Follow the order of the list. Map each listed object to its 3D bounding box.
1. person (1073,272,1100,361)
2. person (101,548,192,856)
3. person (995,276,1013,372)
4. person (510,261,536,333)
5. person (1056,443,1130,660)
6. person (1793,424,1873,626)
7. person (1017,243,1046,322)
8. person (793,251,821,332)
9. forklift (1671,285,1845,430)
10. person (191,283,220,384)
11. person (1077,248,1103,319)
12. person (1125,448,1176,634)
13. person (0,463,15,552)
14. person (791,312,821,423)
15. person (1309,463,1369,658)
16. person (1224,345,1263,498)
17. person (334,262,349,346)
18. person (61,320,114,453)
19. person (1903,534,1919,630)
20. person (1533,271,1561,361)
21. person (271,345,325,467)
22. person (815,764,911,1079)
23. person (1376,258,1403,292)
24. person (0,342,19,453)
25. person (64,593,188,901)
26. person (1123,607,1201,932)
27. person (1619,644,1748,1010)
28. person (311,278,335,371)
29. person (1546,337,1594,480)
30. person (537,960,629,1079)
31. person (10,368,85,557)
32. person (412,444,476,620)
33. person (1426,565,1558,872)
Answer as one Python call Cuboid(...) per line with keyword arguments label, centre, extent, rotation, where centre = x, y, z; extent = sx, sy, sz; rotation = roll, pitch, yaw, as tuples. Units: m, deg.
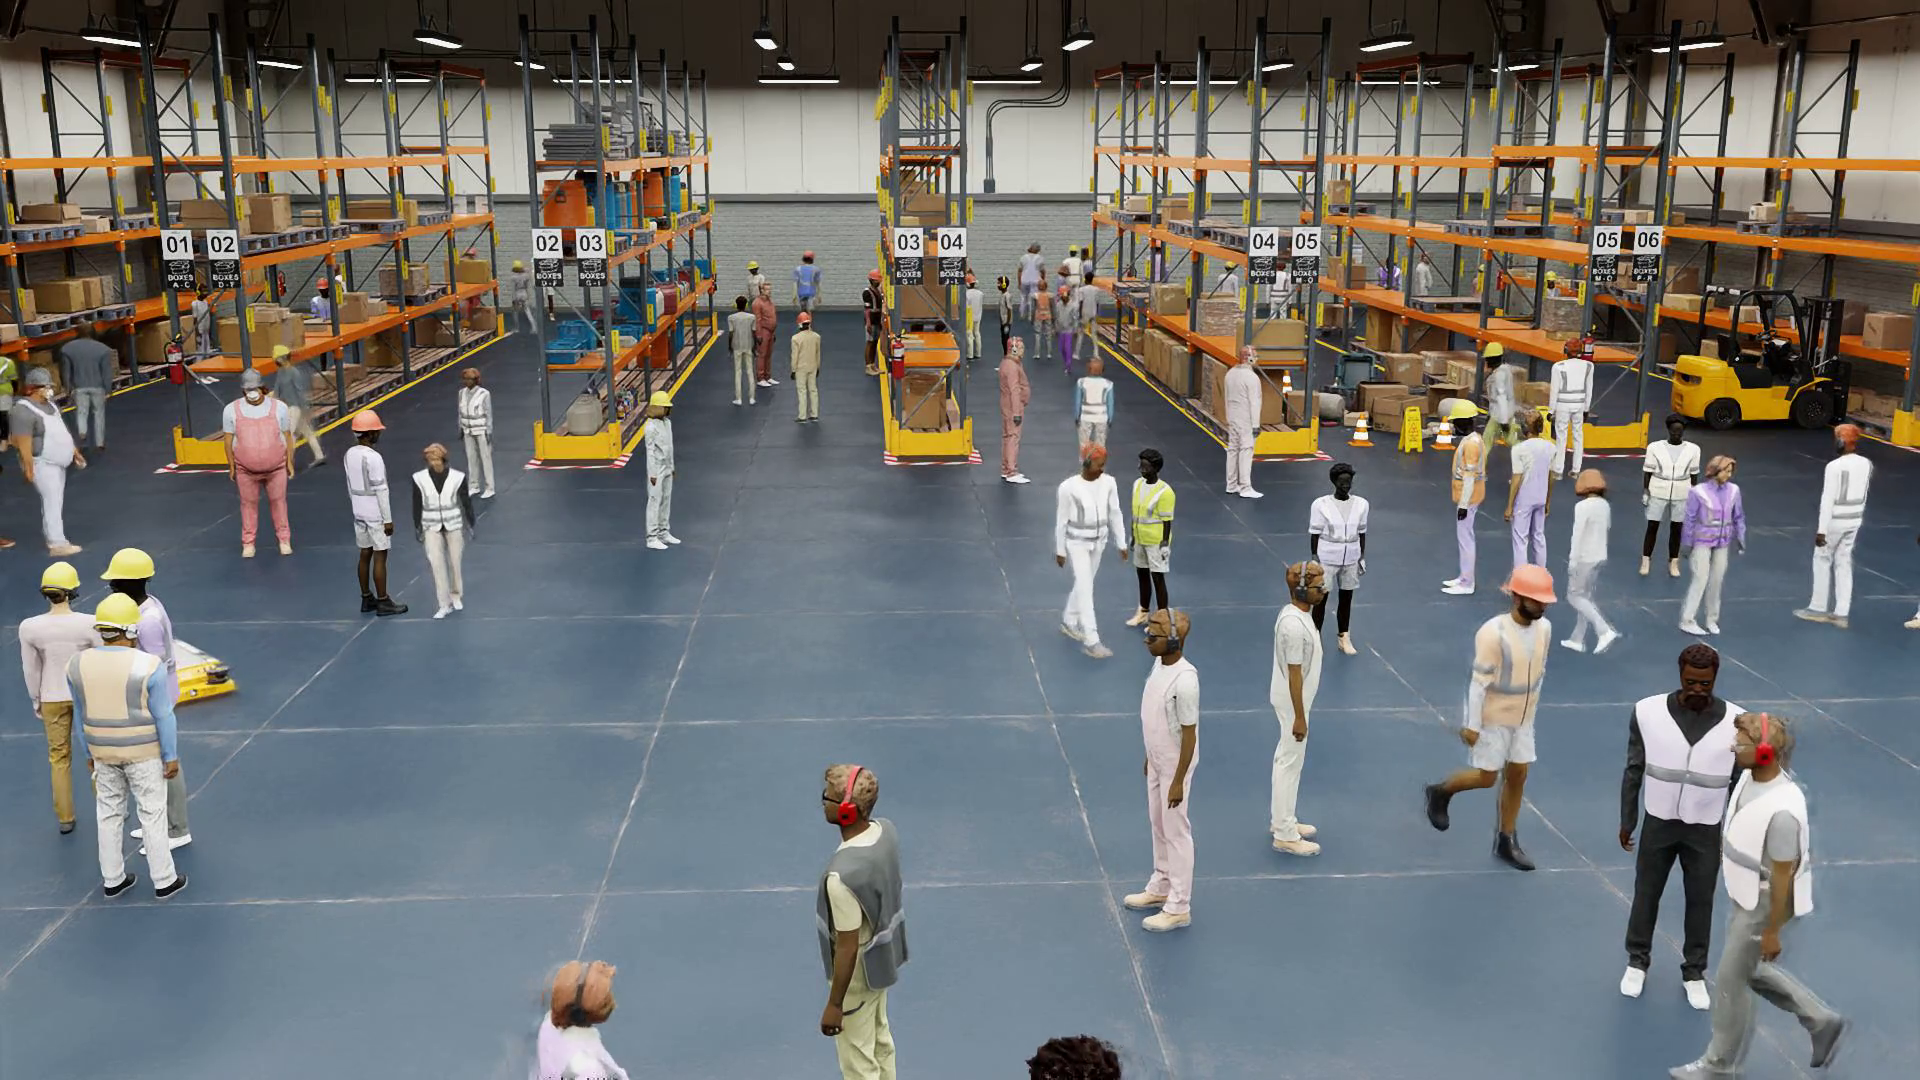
Cuboid(label="person", centre=(2.603, -4.582, 34.170), extent=(0.522, 1.815, 0.939), rotation=(-6, 14, -22))
Cuboid(label="person", centre=(-5.037, 0.989, 10.317), extent=(0.358, 1.929, 0.590), rotation=(-8, 16, -32))
Cuboid(label="person", centre=(0.872, -4.199, 32.424), extent=(0.315, 1.869, 0.526), rotation=(-2, 13, -7))
Cuboid(label="person", centre=(-10.360, -5.733, 39.261), extent=(0.502, 1.704, 0.820), rotation=(-13, 18, -43))
Cuboid(label="person", centre=(1.111, 0.051, 14.501), extent=(0.575, 1.841, 0.941), rotation=(-9, 16, -33))
Cuboid(label="person", centre=(8.035, -0.144, 15.241), extent=(0.605, 1.879, 0.527), rotation=(-6, 15, -25))
Cuboid(label="person", centre=(1.827, -6.561, 42.064), extent=(0.704, 2.000, 0.891), rotation=(4, 14, 15))
Cuboid(label="person", centre=(-3.533, -5.647, 38.321), extent=(0.660, 1.995, 0.995), rotation=(1, 13, 4))
Cuboid(label="forklift", centre=(12.503, -2.886, 26.166), extent=(2.313, 2.155, 1.214), rotation=(-1, 13, -3))
Cuboid(label="person", centre=(-14.057, -3.829, 30.893), extent=(0.334, 1.861, 0.495), rotation=(1, 13, 2))
Cuboid(label="person", centre=(3.119, -6.325, 41.448), extent=(1.065, 1.854, 0.582), rotation=(5, 14, 20))
Cuboid(label="person", centre=(1.722, 0.006, 15.001), extent=(0.320, 1.693, 0.536), rotation=(-8, 15, -30))
Cuboid(label="person", centre=(-10.577, -0.855, 17.993), extent=(0.392, 1.991, 0.612), rotation=(0, 13, -2))
Cuboid(label="person", centre=(-2.474, -2.748, 26.521), extent=(0.573, 1.750, 0.330), rotation=(-12, 18, -42))
Cuboid(label="person", centre=(3.243, 0.171, 14.283), extent=(0.535, 1.697, 0.318), rotation=(-3, 14, -11))
Cuboid(label="person", centre=(3.580, -1.489, 20.863), extent=(0.403, 1.910, 0.637), rotation=(-6, 14, -23))
Cuboid(label="person", centre=(-13.698, -5.208, 36.743), extent=(0.389, 1.847, 0.567), rotation=(-5, 14, -18))
Cuboid(label="person", centre=(-12.398, -2.164, 23.682), extent=(0.654, 1.923, 0.571), rotation=(-4, 14, -17))
Cuboid(label="person", centre=(8.845, -0.050, 14.898), extent=(0.335, 1.845, 0.513), rotation=(-7, 15, -26))
Cuboid(label="person", centre=(12.066, -4.594, 34.176), extent=(0.586, 1.833, 0.403), rotation=(-3, 14, -13))
Cuboid(label="person", centre=(-9.102, -1.787, 22.555), extent=(0.530, 1.701, 0.962), rotation=(12, 18, 42))
Cuboid(label="person", centre=(-0.416, 1.817, 6.977), extent=(0.389, 1.850, 0.564), rotation=(3, 14, 14))
Cuboid(label="person", centre=(10.060, -5.748, 39.074), extent=(0.626, 1.837, 0.428), rotation=(5, 14, 20))
Cuboid(label="person", centre=(-13.942, -2.138, 24.145), extent=(0.524, 1.660, 0.877), rotation=(-1, 13, -4))
Cuboid(label="person", centre=(-4.819, 1.203, 9.648), extent=(0.589, 1.824, 0.404), rotation=(1, 13, 4))
Cuboid(label="person", centre=(1.153, 1.269, 9.309), extent=(0.344, 1.846, 0.506), rotation=(-3, 14, -13))
Cuboid(label="person", centre=(3.679, 1.432, 8.485), extent=(0.592, 1.910, 0.378), rotation=(5, 14, 21))
Cuboid(label="person", centre=(-11.818, -3.919, 31.094), extent=(0.551, 1.934, 0.373), rotation=(-4, 14, -16))
Cuboid(label="person", centre=(8.030, -1.727, 21.922), extent=(0.573, 1.883, 0.359), rotation=(-1, 13, -5))
Cuboid(label="person", centre=(-1.335, 2.205, 5.883), extent=(0.839, 1.593, 0.520), rotation=(-9, 16, -34))
Cuboid(label="person", centre=(-9.831, -0.869, 17.947), extent=(0.578, 2.000, 0.707), rotation=(-2, 13, -10))
Cuboid(label="person", centre=(-4.834, -0.099, 15.598), extent=(0.560, 1.611, 0.540), rotation=(-4, 14, -16))
Cuboid(label="person", centre=(3.277, 1.033, 10.183), extent=(0.550, 1.911, 0.731), rotation=(-7, 15, -28))
